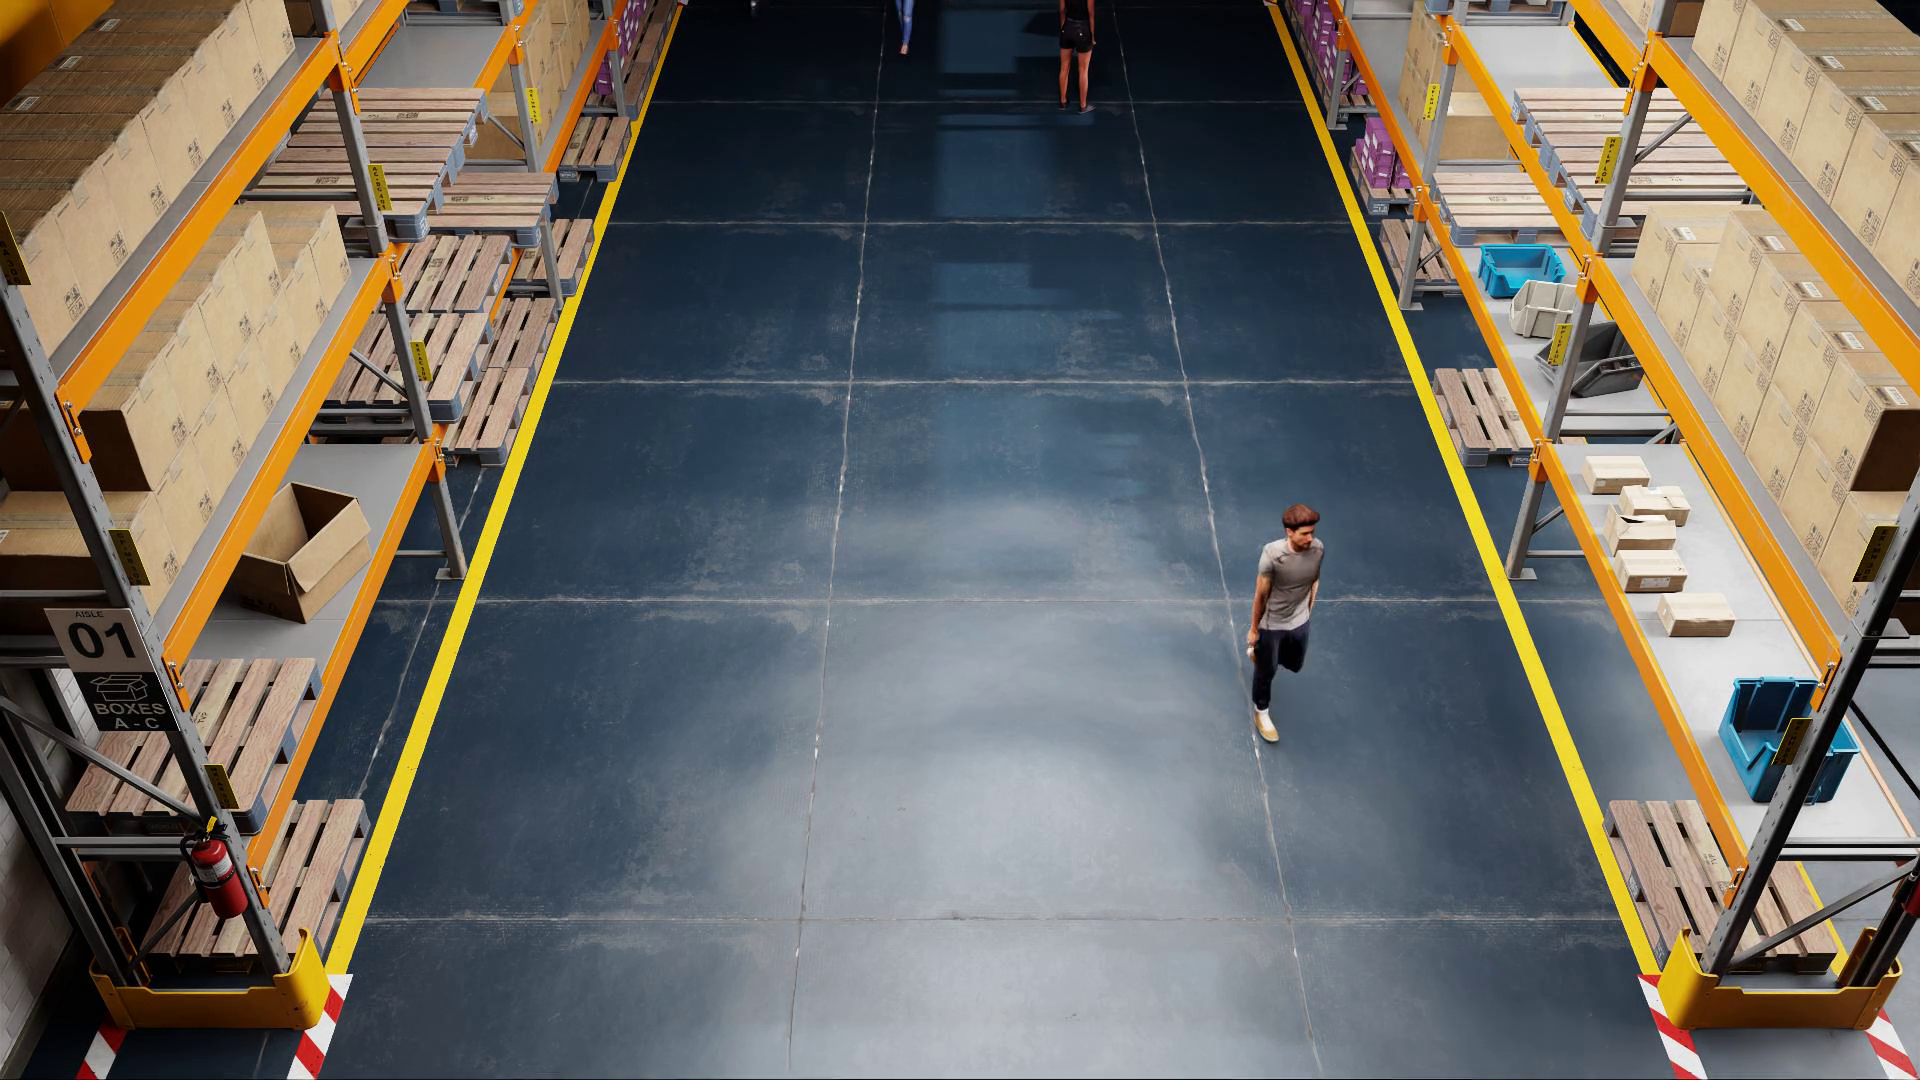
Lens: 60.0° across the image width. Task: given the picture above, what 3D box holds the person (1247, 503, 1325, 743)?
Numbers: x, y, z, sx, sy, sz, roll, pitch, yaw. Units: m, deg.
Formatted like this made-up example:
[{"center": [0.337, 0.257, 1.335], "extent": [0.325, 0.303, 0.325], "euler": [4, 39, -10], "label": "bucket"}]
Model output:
[{"center": [2.082, 0.466, 11.028], "extent": [0.817, 1.882, 0.983], "euler": [-12, 40, -14], "label": "person"}]

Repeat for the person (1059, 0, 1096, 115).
[{"center": [1.320, -5.713, 18.877], "extent": [0.677, 1.743, 0.682], "euler": [19, 43, 23], "label": "person"}]
